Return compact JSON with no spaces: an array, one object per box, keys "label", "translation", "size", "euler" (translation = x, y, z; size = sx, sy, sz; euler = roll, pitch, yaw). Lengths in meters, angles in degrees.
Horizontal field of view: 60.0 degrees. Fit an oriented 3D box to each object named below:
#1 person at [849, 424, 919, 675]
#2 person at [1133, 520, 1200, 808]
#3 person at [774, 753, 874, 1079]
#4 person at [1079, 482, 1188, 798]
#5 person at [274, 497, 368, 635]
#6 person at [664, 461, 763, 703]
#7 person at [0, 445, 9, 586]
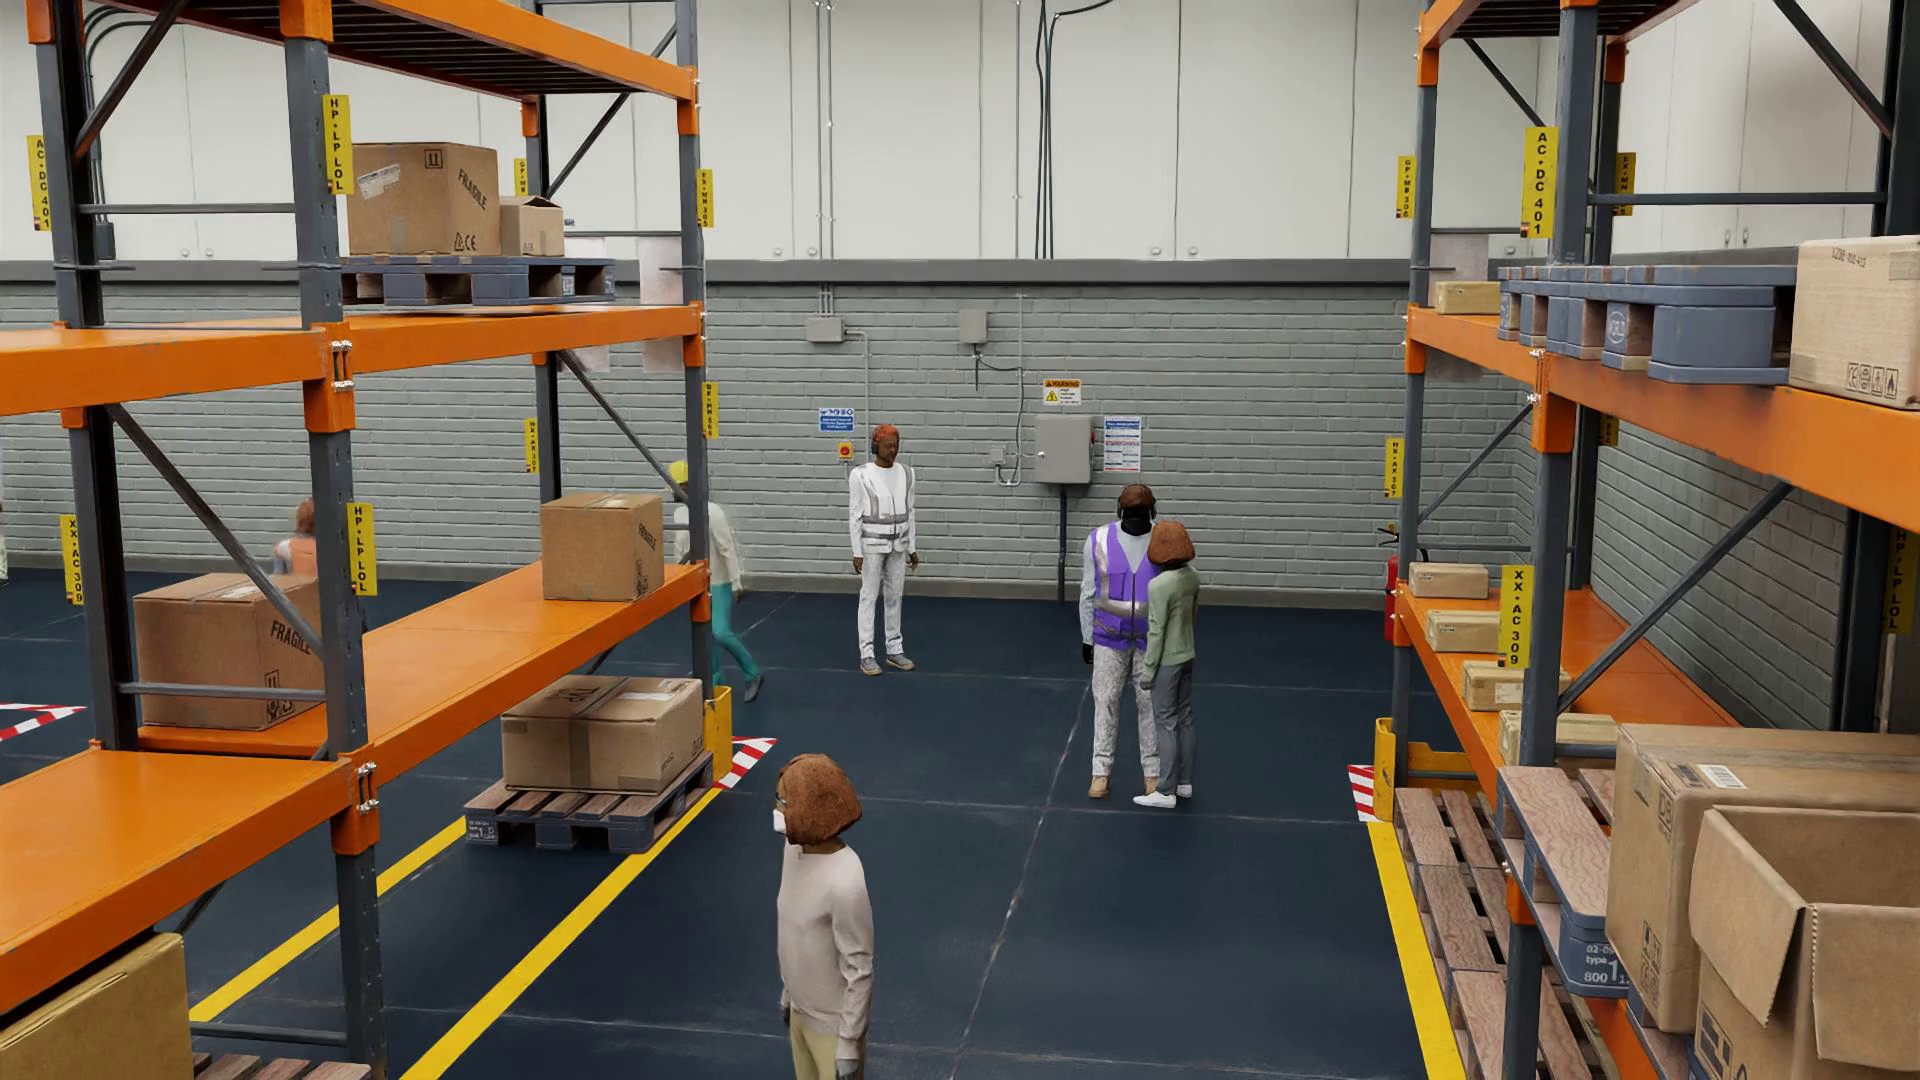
[{"label":"person","translation":[-0.569,0.067,12.569],"size":[0.576,1.883,0.355],"euler":[-7,11,-35]},{"label":"person","translation":[1.183,0.698,9.436],"size":[0.284,1.636,0.500],"euler":[6,11,33]},{"label":"person","translation":[-0.412,1.427,4.947],"size":[0.277,1.632,0.502],"euler":[-5,10,-26]},{"label":"person","translation":[0.994,0.578,9.565],"size":[0.622,1.838,0.429],"euler":[1,9,5]},{"label":"person","translation":[-4.071,0.536,10.550],"size":[0.533,1.601,0.842],"euler":[0,9,0]},{"label":"person","translation":[-1.740,0.304,11.594],"size":[0.565,1.727,0.600],"euler":[9,13,43]},{"label":"person","translation":[-9.423,-0.406,15.933],"size":[0.577,1.737,0.355],"euler":[3,10,18]}]
